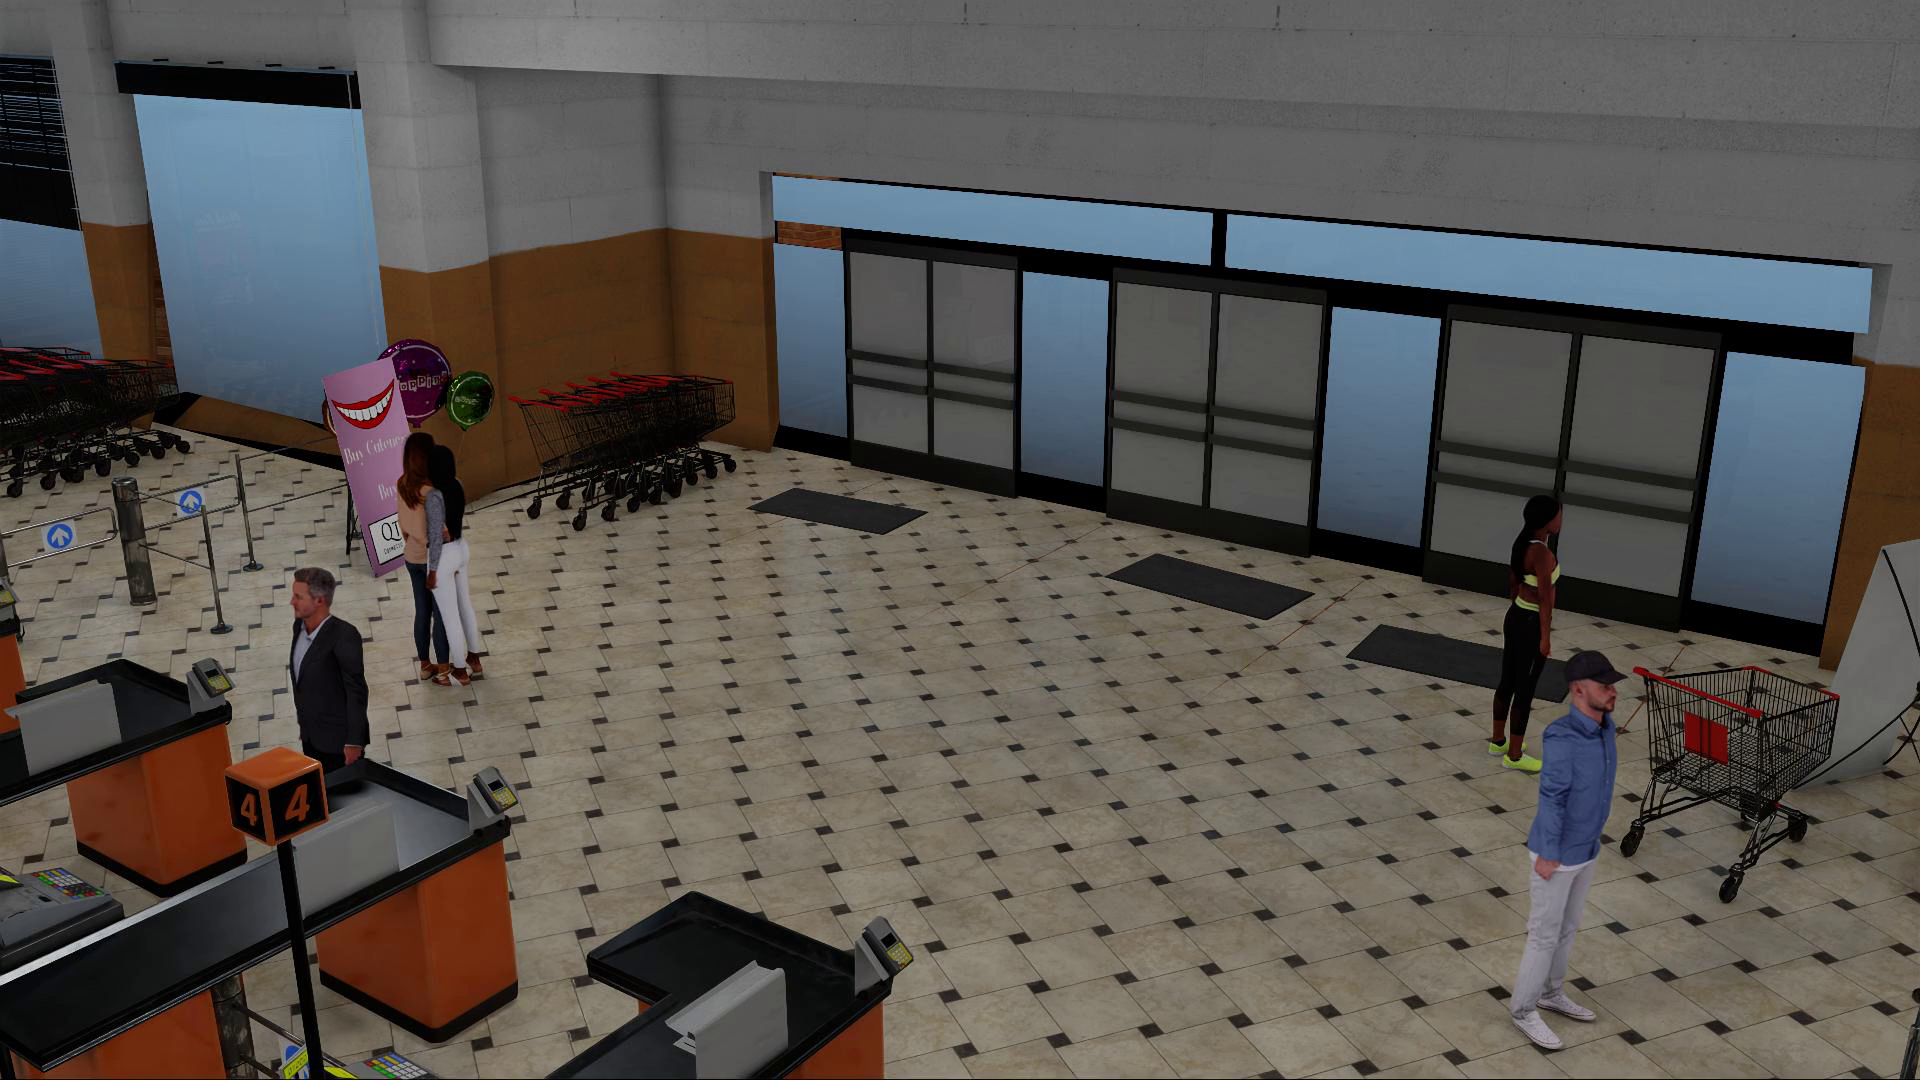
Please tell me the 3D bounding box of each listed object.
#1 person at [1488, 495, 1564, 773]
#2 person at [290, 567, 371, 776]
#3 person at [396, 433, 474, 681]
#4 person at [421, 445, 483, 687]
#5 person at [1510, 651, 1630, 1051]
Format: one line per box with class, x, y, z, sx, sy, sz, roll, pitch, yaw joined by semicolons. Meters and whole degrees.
person;3.495;0.562;10.283;0.701;1.755;0.635;-3;19;-7
person;-3.352;1.000;8.853;0.702;1.839;0.588;14;23;35
person;-3.686;0.127;11.517;0.604;1.790;0.525;11;22;30
person;-3.543;0.161;11.520;0.727;1.724;0.598;3;19;10
person;2.790;1.387;7.629;0.591;1.887;0.762;-16;24;-39
